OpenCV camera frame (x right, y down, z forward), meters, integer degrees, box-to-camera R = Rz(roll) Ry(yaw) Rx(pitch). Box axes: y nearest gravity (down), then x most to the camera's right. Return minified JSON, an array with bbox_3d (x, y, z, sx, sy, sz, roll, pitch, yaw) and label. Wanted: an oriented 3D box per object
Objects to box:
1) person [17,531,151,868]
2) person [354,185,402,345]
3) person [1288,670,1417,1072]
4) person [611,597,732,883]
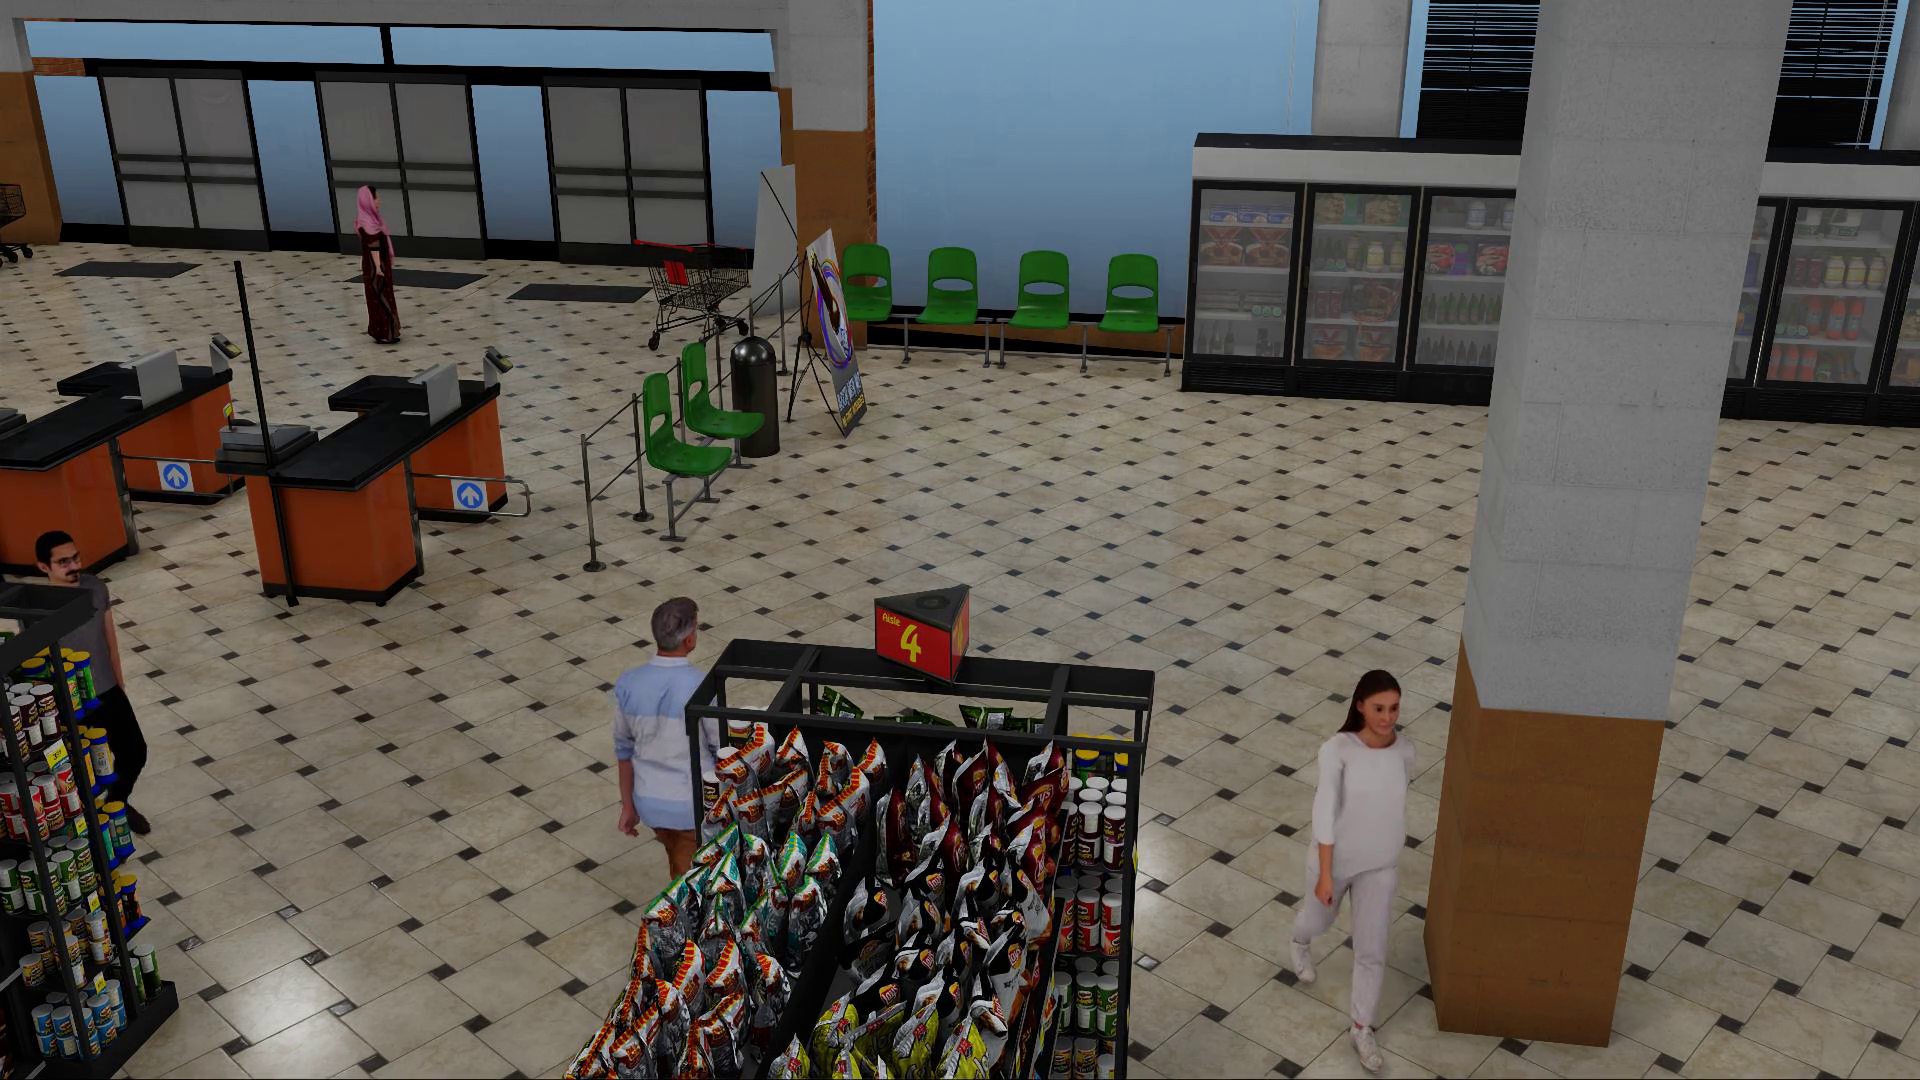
[{"bbox_3d":[-4.342,0.757,8.119,0.813,1.743,0.730,14,26,32],"label":"person"},{"bbox_3d":[-6.065,-2.867,17.279,0.811,1.639,0.693,-6,23,-15],"label":"person"},{"bbox_3d":[1.589,1.287,6.913,0.833,1.659,1.145,-3,22,-8],"label":"person"},{"bbox_3d":[-1.218,1.157,7.068,0.815,1.784,1.218,7,23,18],"label":"person"}]
